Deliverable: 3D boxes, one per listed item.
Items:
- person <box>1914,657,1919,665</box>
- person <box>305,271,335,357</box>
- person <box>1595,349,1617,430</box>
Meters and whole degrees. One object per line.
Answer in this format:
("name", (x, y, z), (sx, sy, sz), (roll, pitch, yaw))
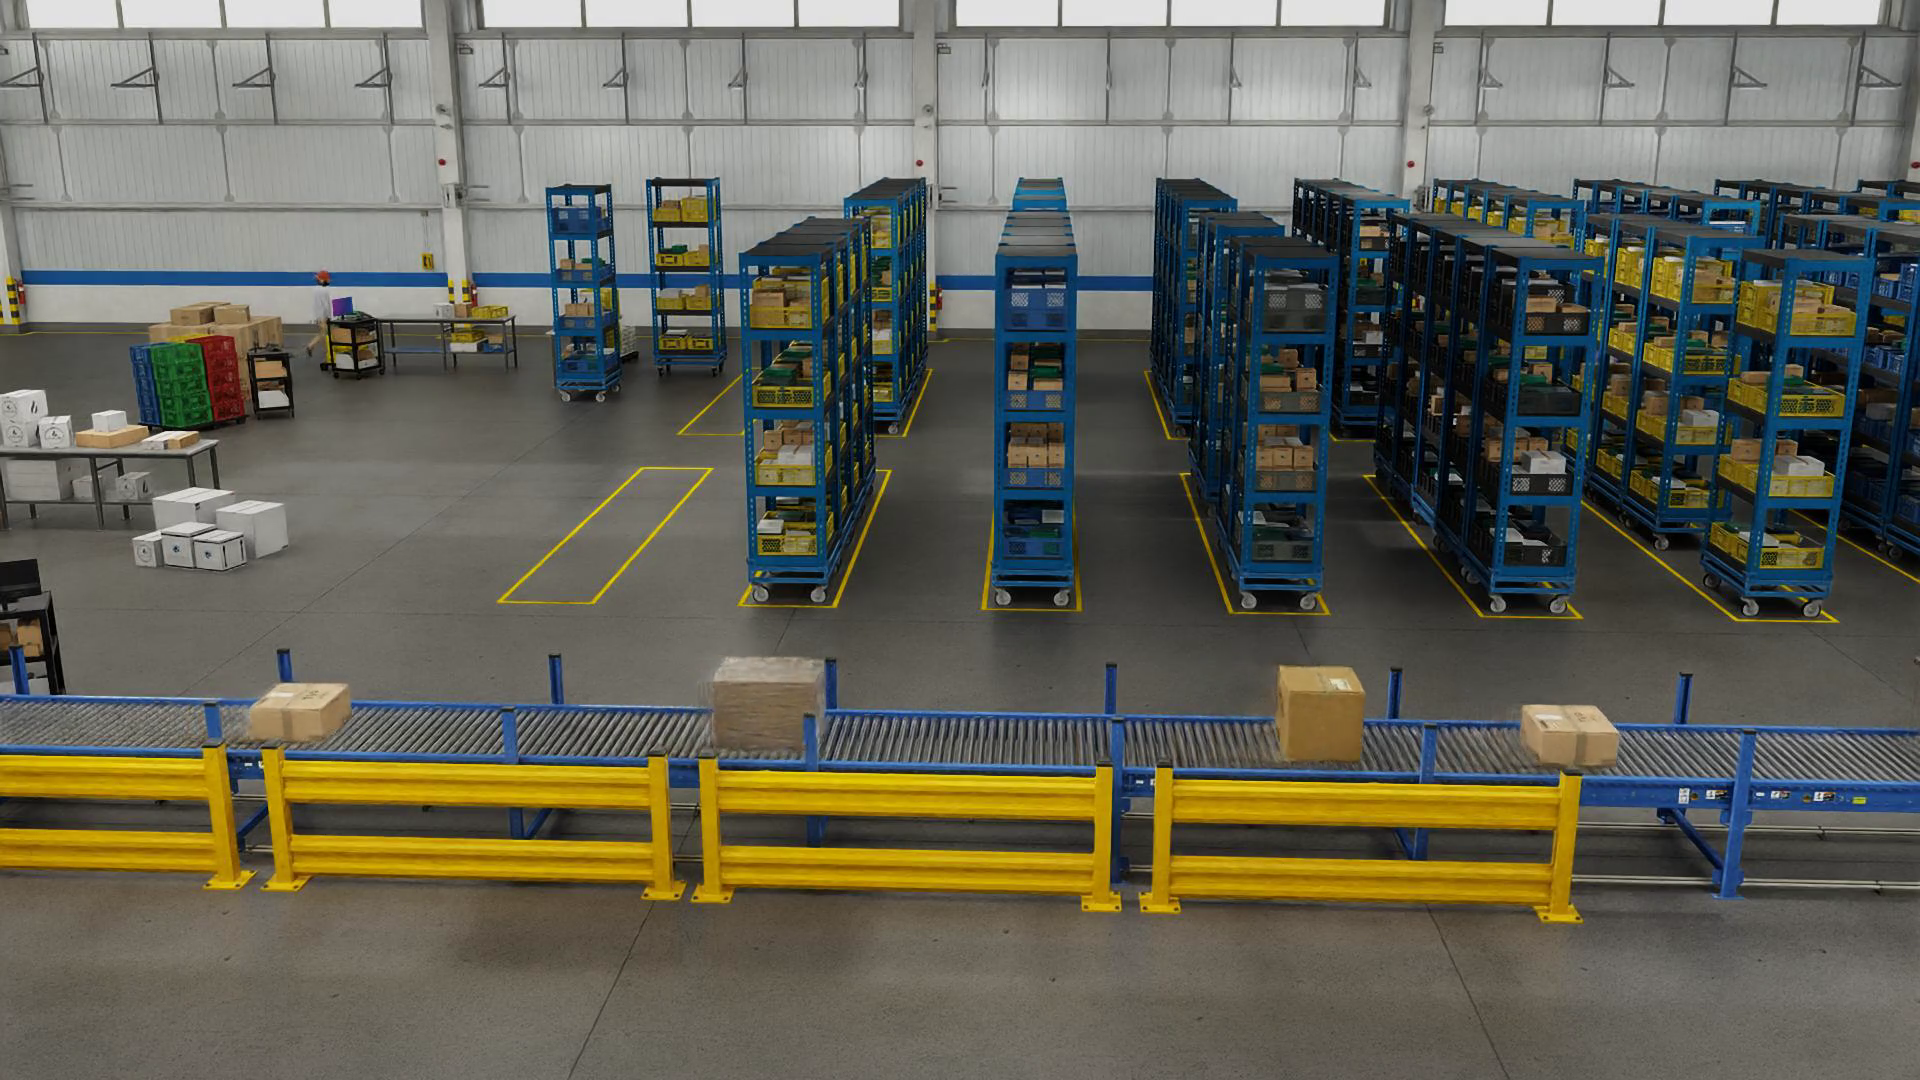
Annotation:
("person", (9.027, 0.227, 14.844), (0.578, 2.030, 0.638), (9, 18, 31))
("person", (-12.561, -4.433, 32.727), (0.685, 1.719, 0.570), (-8, 17, -28))
("person", (9.505, -2.297, 24.568), (0.375, 1.843, 0.575), (3, 15, 13))
